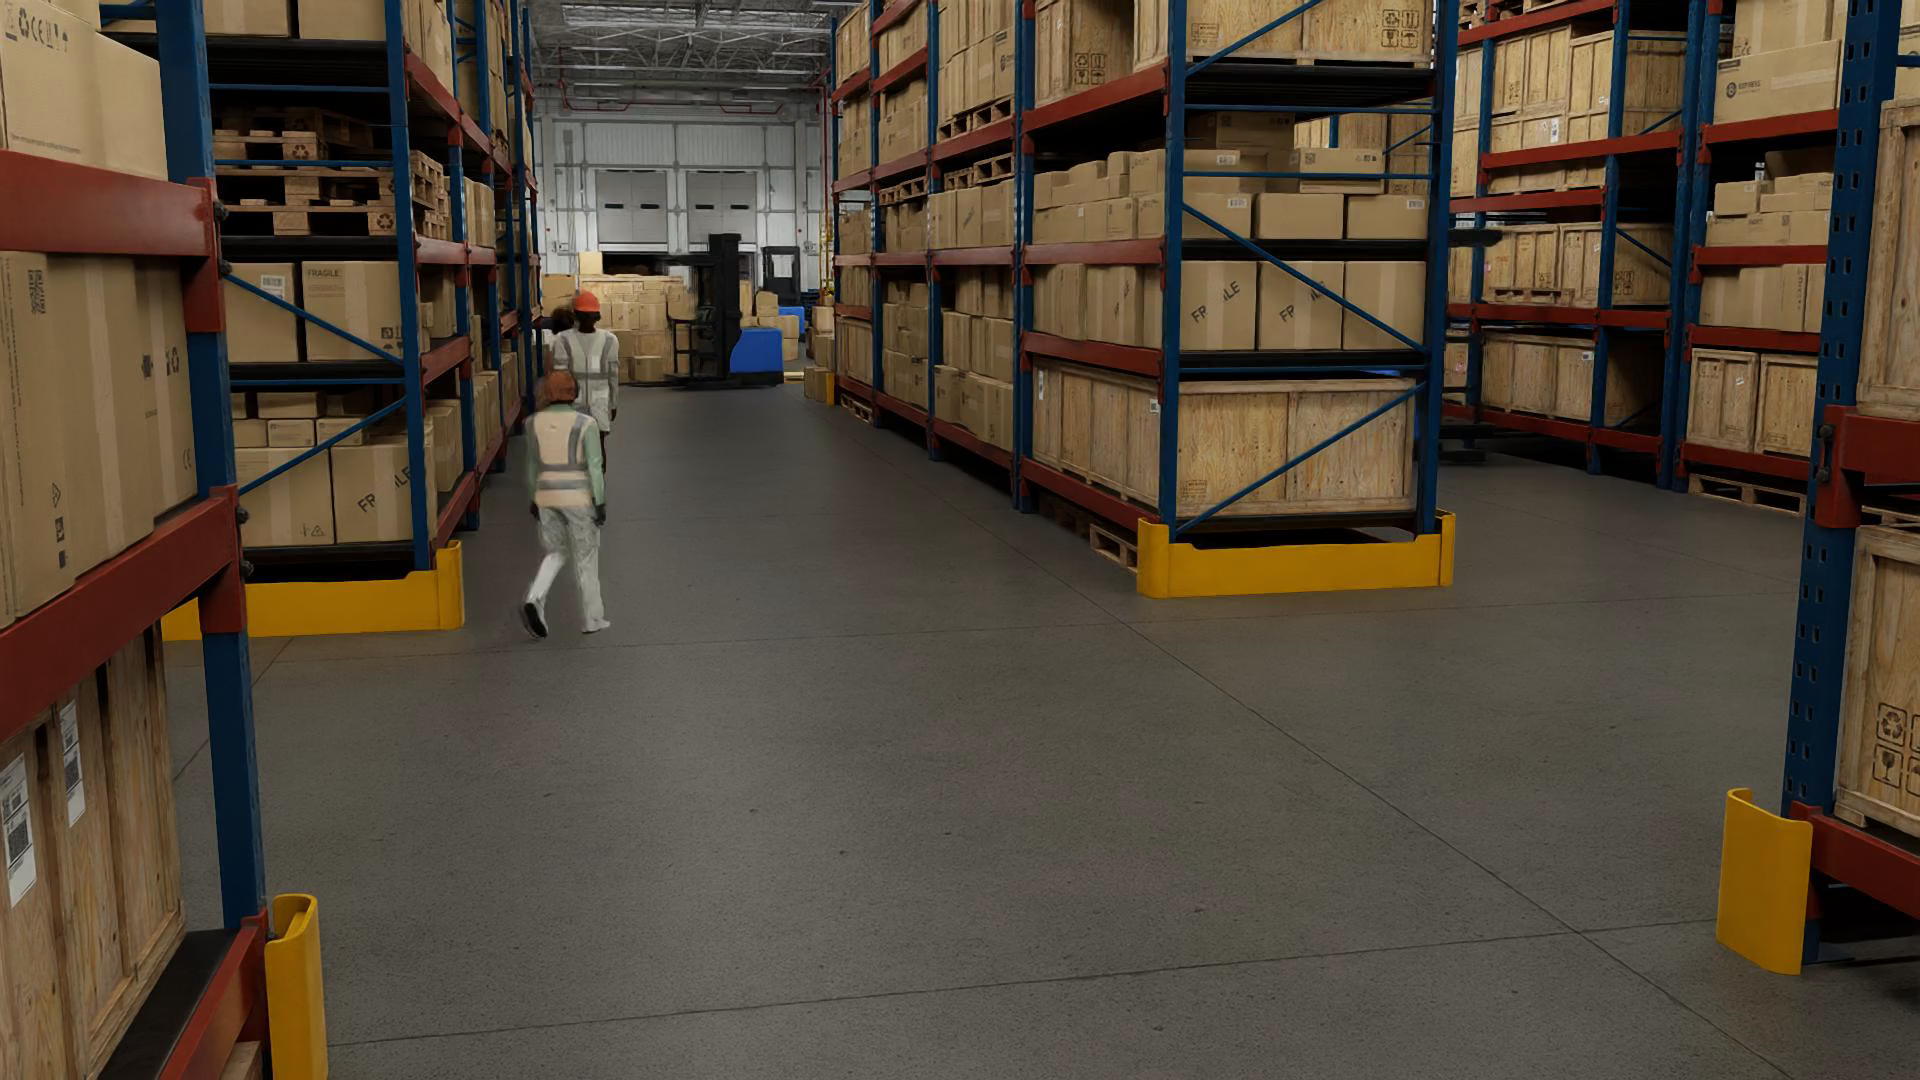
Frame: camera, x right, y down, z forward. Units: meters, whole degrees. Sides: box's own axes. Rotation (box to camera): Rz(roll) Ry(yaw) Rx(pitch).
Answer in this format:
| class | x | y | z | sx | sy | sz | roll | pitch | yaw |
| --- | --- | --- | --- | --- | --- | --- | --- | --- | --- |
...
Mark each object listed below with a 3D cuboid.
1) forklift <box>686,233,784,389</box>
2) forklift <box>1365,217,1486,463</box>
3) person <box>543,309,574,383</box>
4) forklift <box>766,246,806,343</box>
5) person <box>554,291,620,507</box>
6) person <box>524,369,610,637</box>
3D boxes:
| class | x | y | z | sx | sy | sz | roll | pitch | yaw |
| --- | --- | --- | --- | --- | --- | --- | --- | --- | --- |
| forklift | -4.276 | -4.206 | 30.461 | 1.873 | 2.768 | 1.129 | -4 | 10 | -25 |
| forklift | 4.856 | -2.286 | 18.759 | 1.873 | 2.768 | 1.129 | -2 | 10 | -12 |
| person | -4.025 | -1.446 | 16.959 | 0.429 | 1.801 | 0.750 | -2 | 10 | -13 |
| forklift | -5.128 | -7.135 | 48.316 | 1.129 | 2.768 | 1.873 | -2 | 10 | -12 |
| person | -3.520 | -1.352 | 15.745 | 0.603 | 2.007 | 1.026 | -2 | 9 | -11 |
| person | -2.396 | -0.210 | 9.941 | 0.558 | 1.616 | 0.580 | 3 | 10 | 16 |
